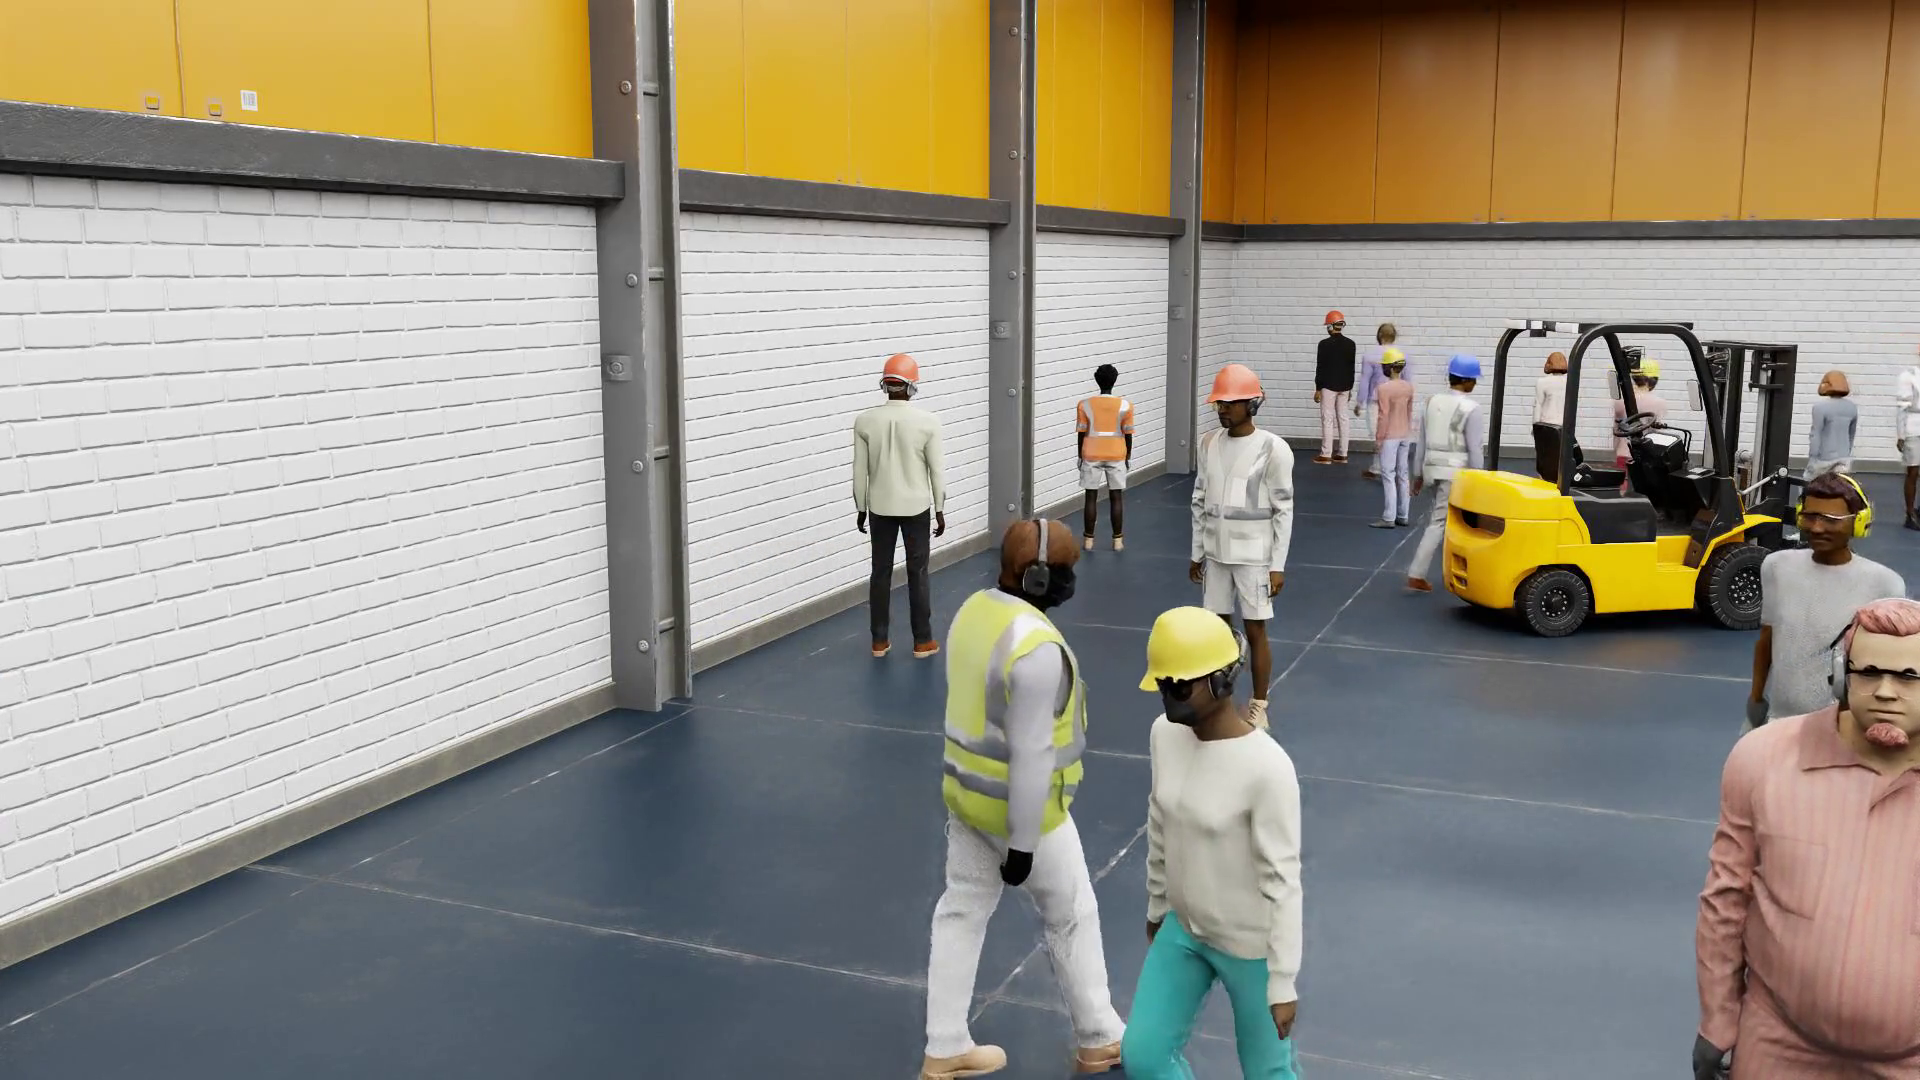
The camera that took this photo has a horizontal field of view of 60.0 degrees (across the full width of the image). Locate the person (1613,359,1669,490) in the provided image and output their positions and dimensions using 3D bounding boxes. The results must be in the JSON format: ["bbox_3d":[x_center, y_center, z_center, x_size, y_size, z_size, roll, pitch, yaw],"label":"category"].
[{"bbox_3d":[6.025,-0.718,14.641,0.591,1.747,0.547,-7,12,-36],"label":"person"}]

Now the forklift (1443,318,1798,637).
[{"bbox_3d":[4.706,-0.497,11.990,2.313,2.155,1.214,-2,10,-10],"label":"forklift"}]

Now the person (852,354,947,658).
[{"bbox_3d":[-0.390,-0.217,10.894,0.622,1.993,0.382,2,10,10],"label":"person"}]

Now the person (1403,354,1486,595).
[{"bbox_3d":[3.871,-0.518,13.062,1.014,1.884,0.620,-5,11,-27],"label":"person"}]

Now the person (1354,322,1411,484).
[{"bbox_3d":[5.022,-1.608,19.610,0.630,1.910,0.884,-4,10,-25],"label":"person"}]

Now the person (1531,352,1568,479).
[{"bbox_3d":[6.514,-1.244,18.240,0.494,1.624,0.283,-2,10,-10],"label":"person"}]

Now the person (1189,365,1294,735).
[{"bbox_3d":[1.479,0.078,8.965,0.391,2.040,0.615,-9,13,-44],"label":"person"}]

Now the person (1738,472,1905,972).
[{"bbox_3d":[3.003,0.678,5.896,0.525,1.851,0.563,-8,12,-41],"label":"person"}]

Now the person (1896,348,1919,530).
[{"bbox_3d":[9.331,-1.038,16.088,0.556,1.918,0.429,1,9,8],"label":"person"}]

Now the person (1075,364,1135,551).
[{"bbox_3d":[1.302,-0.736,14.966,0.530,1.689,0.321,0,9,2],"label":"person"}]

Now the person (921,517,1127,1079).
[{"bbox_3d":[0.263,0.817,5.224,0.881,1.801,0.643,-5,10,-27],"label":"person"}]

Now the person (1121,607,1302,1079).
[{"bbox_3d":[0.658,1.016,4.213,0.536,1.728,0.634,-6,11,-33],"label":"person"}]

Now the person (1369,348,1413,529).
[{"bbox_3d":[4.216,-0.991,16.279,0.533,1.767,0.326,-8,12,-40],"label":"person"}]

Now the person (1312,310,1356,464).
[{"bbox_3d":[4.850,-1.976,21.589,0.617,1.990,0.402,-5,11,-29],"label":"person"}]

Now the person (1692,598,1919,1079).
[{"bbox_3d":[1.848,1.057,3.440,0.636,1.911,0.405,5,11,30],"label":"person"}]

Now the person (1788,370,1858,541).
[{"bbox_3d":[7.933,-0.744,15.249,0.526,1.610,0.628,-2,10,-14],"label":"person"}]
